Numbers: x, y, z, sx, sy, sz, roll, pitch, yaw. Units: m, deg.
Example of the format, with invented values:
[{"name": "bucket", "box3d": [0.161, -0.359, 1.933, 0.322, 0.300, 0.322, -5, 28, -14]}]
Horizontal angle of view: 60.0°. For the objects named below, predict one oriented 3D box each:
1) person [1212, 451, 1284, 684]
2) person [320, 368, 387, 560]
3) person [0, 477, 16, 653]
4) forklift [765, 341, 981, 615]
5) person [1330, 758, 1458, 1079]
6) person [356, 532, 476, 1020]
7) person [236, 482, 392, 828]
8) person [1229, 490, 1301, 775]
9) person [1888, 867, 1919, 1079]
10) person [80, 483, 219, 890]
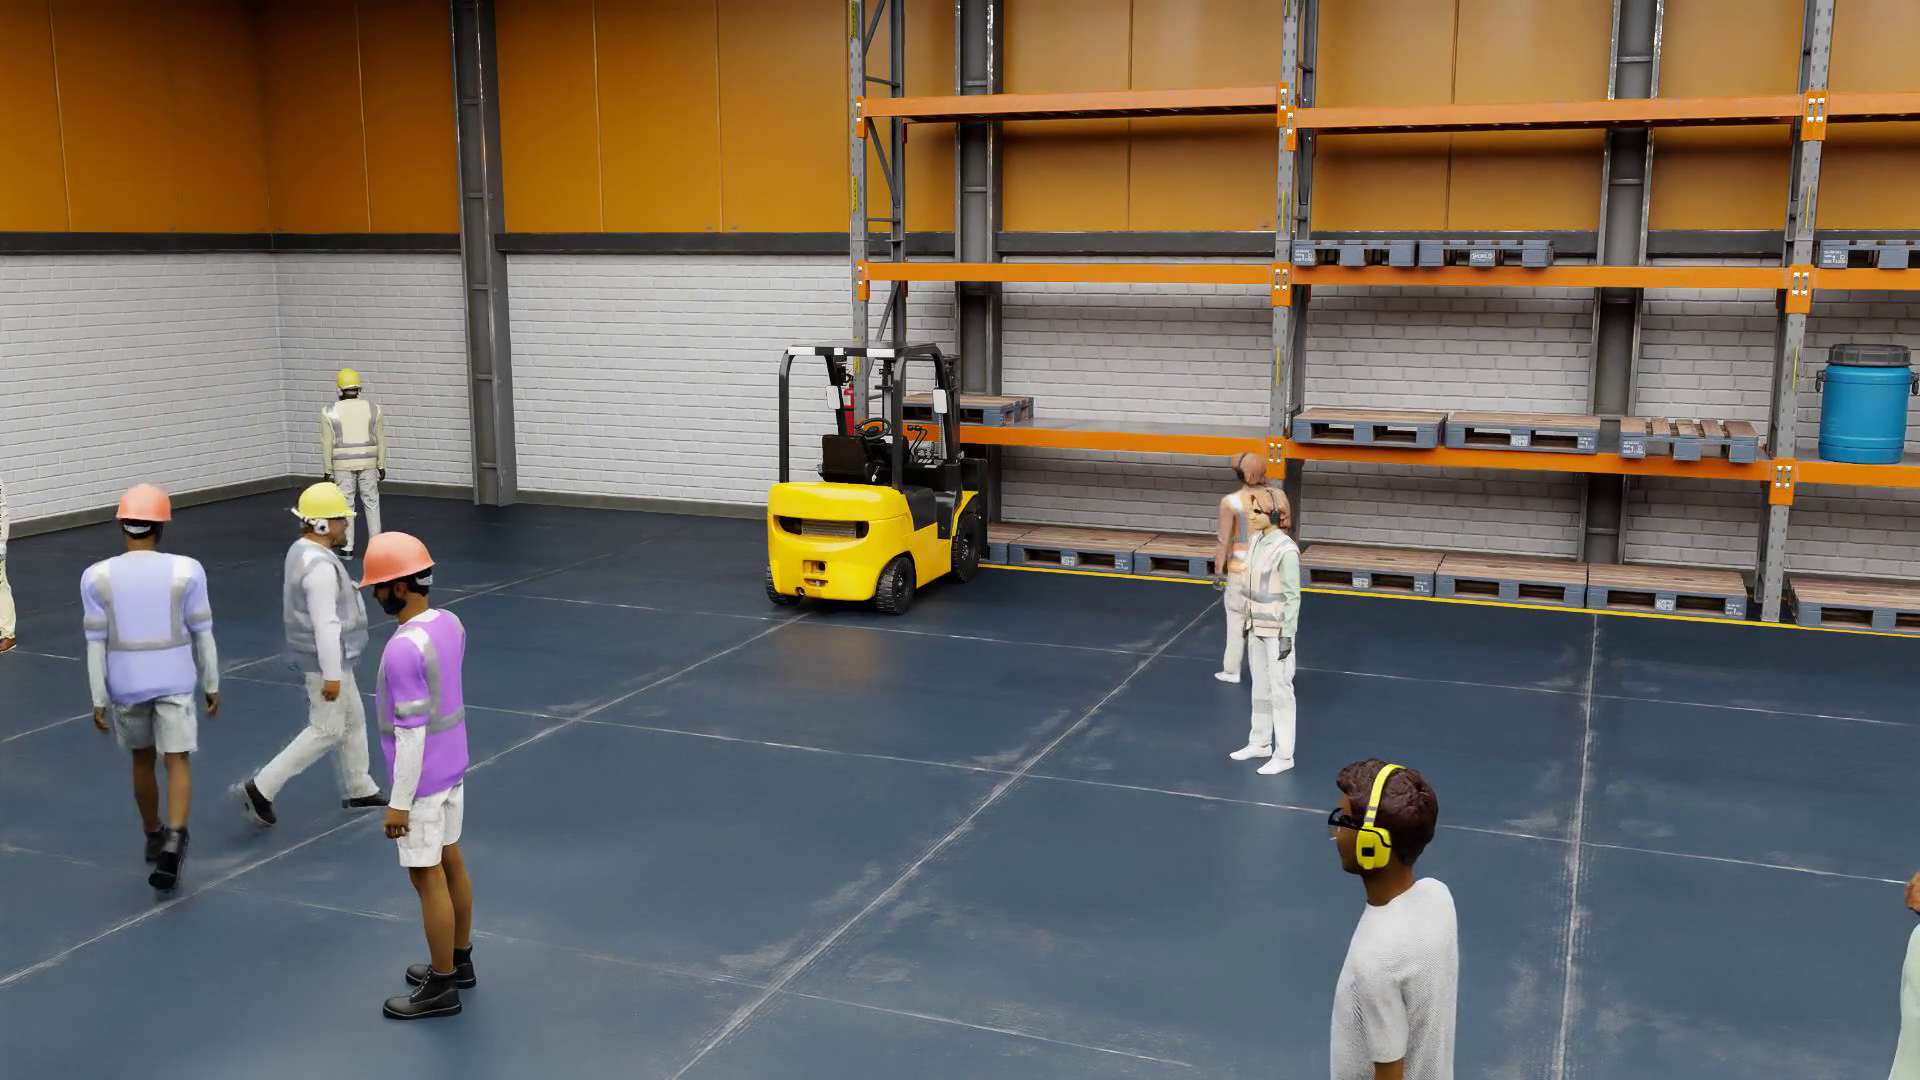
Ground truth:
[{"name": "person", "box3d": [1.977, 0.202, 11.340, 0.540, 1.634, 0.414, -4, 11, -19]}, {"name": "person", "box3d": [-5.809, -0.729, 15.949, 0.599, 1.836, 0.404, -6, 12, -32]}, {"name": "person", "box3d": [-7.245, 0.027, 12.301, 0.501, 1.632, 0.279, 3, 11, 18]}, {"name": "forklift", "box3d": [-0.739, -0.602, 14.246, 1.214, 2.155, 2.313, 4, 11, 21]}, {"name": "person", "box3d": [0.983, 1.421, 3.882, 0.310, 1.868, 0.532, 6, 12, 29]}, {"name": "person", "box3d": [-2.128, 0.918, 6.523, 0.370, 1.928, 0.543, 0, 10, 1]}, {"name": "person", "box3d": [-3.360, 0.603, 8.628, 0.772, 1.809, 0.600, -5, 12, -28]}, {"name": "person", "box3d": [1.773, 0.521, 9.531, 0.313, 1.639, 0.517, -3, 11, -17]}, {"name": "person", "box3d": [2.412, 1.503, 4.080, 0.278, 1.634, 0.498, 4, 11, 20]}, {"name": "person", "box3d": [-3.827, 0.692, 7.886, 0.558, 1.909, 0.862, -4, 11, -21]}]
